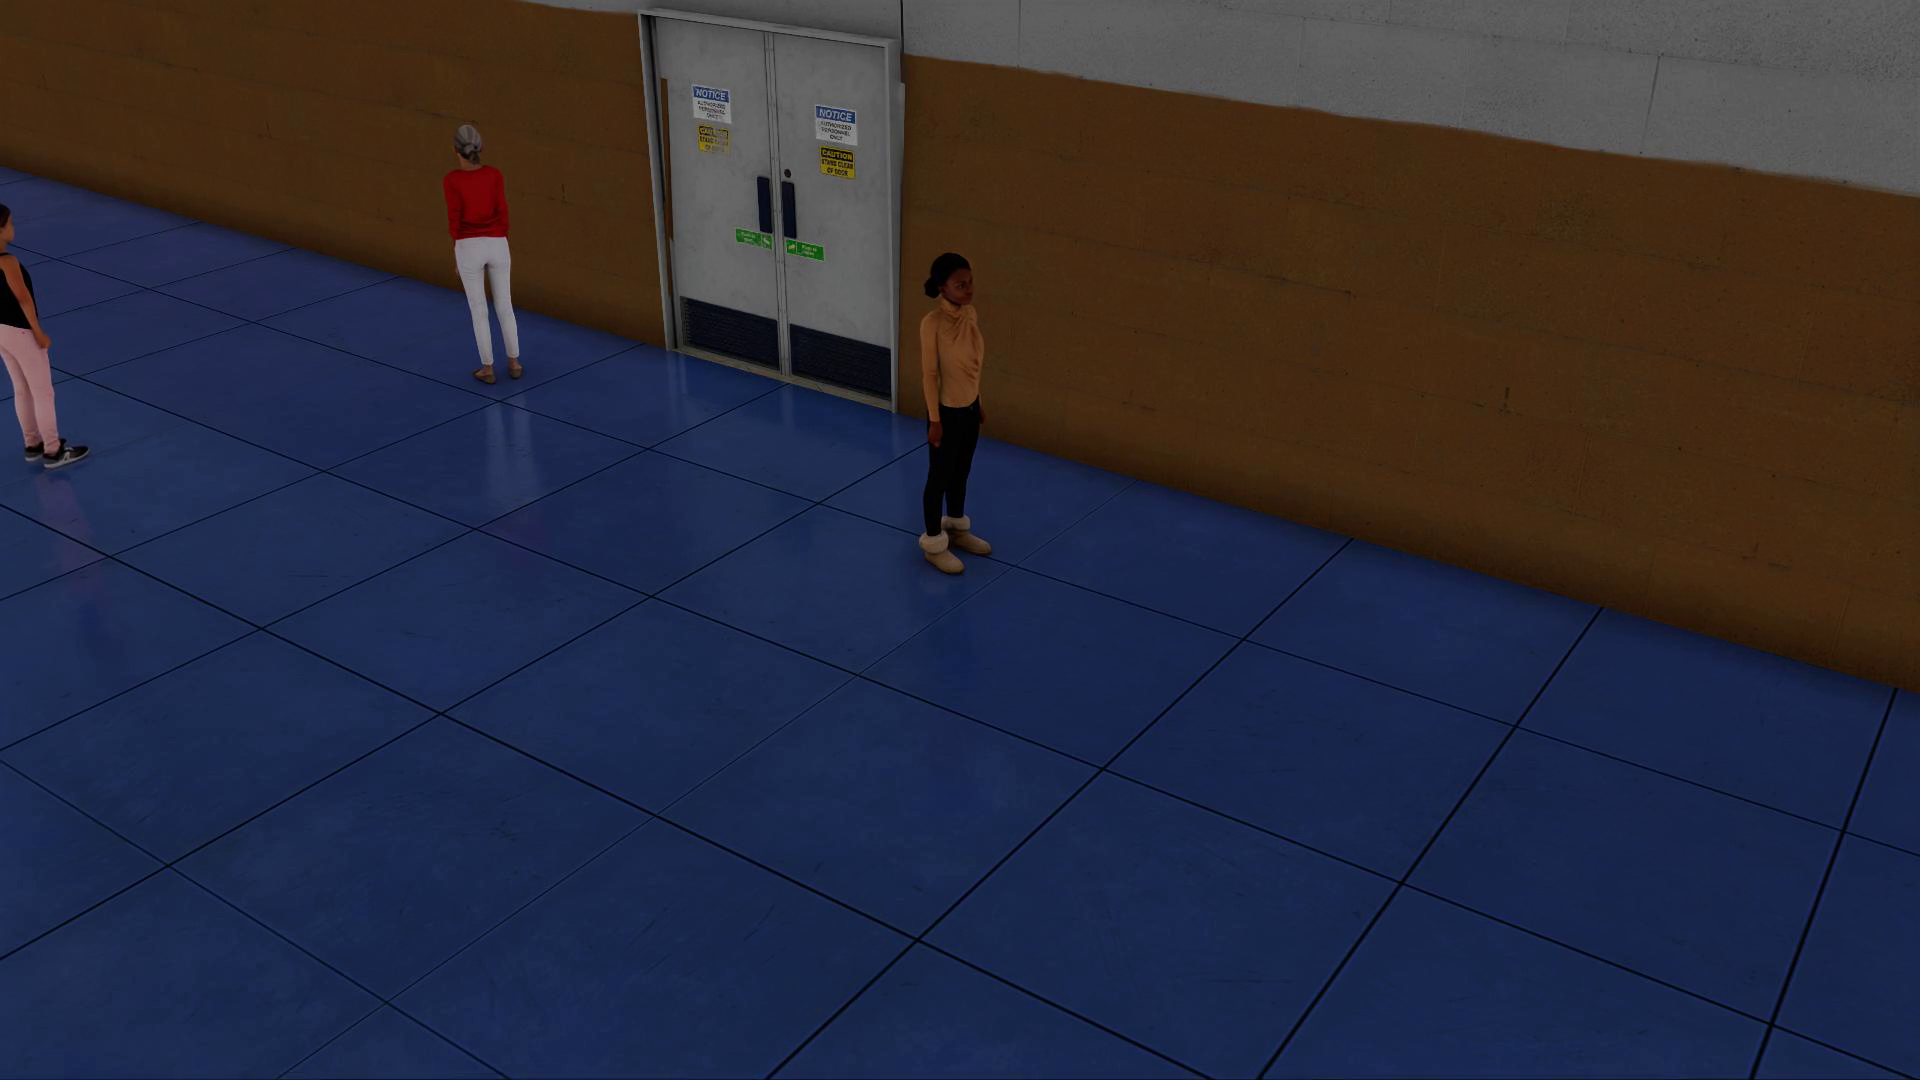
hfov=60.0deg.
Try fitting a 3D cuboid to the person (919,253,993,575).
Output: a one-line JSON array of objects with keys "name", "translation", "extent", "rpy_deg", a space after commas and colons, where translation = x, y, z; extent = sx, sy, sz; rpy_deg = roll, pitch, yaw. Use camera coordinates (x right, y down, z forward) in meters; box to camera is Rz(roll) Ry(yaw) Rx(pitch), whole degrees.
[{"name": "person", "translation": [-0.042, -0.661, 8.476], "extent": [0.631, 1.660, 0.483], "rpy_deg": [18, 32, 31]}]

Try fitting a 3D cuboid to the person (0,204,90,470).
[{"name": "person", "translation": [-5.437, -1.175, 9.597], "extent": [0.526, 1.563, 0.525], "rpy_deg": [15, 31, 27]}]

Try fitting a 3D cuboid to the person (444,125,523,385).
[{"name": "person", "translation": [-3.088, -1.845, 10.773], "extent": [0.596, 1.694, 0.690], "rpy_deg": [-15, 31, -27]}]
